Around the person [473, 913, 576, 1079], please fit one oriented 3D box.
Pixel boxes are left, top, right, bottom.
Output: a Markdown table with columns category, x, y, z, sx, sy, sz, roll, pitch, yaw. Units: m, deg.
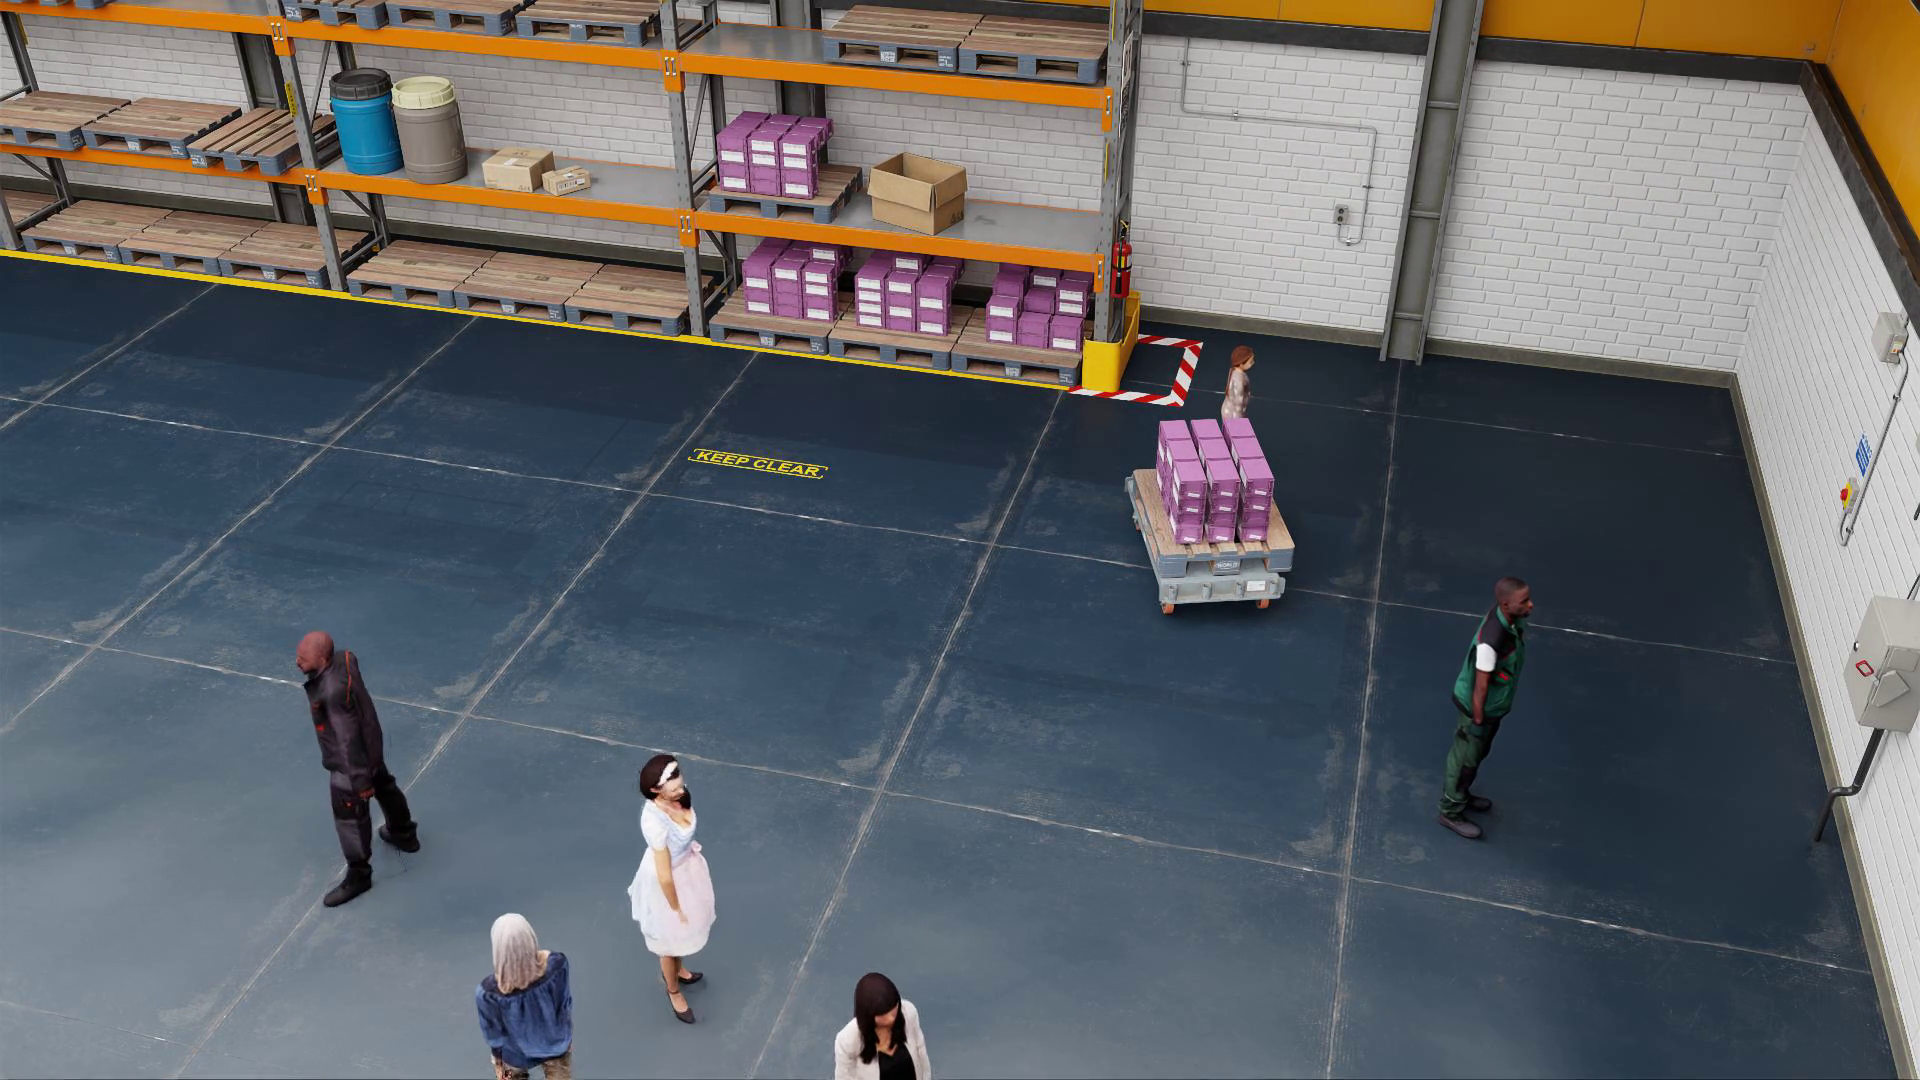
| category | x | y | z | sx | sy | sz | roll | pitch | yaw |
| --- | --- | --- | --- | --- | --- | --- | --- | --- | --- |
| person | -2.016 | 2.504 | 8.026 | 0.754 | 1.688 | 0.814 | -18 | 38 | -25 |

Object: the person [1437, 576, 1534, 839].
| category | x | y | z | sx | sy | sz | roll | pitch | yaw |
| --- | --- | --- | --- | --- | --- | --- | --- | --- | --- |
| person | 3.199 | 0.986 | 10.175 | 0.705 | 1.839 | 0.744 | 17 | 37 | 24 |

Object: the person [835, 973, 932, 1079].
| category | x | y | z | sx | sy | sz | roll | pitch | yaw |
| --- | --- | --- | --- | --- | --- | --- | --- | --- | --- |
| person | -0.400 | 2.603 | 7.940 | 0.995 | 1.619 | 1.098 | -22 | 39 | -29 |

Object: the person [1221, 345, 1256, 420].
| category | x | y | z | sx | sy | sz | roll | pitch | yaw |
| --- | --- | --- | --- | --- | --- | --- | --- | --- | --- |
| person | 2.289 | -1.091 | 13.881 | 0.512 | 1.195 | 0.507 | 2 | 34 | 3 |

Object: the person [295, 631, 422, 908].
| category | x | y | z | sx | sy | sz | roll | pitch | yaw |
| --- | --- | --- | --- | --- | --- | --- | --- | --- | --- |
| person | -3.524 | 1.238 | 9.825 | 1.051 | 1.805 | 1.019 | -6 | 34 | -9 |

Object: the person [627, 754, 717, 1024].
| category | x | y | z | sx | sy | sz | roll | pitch | yaw |
| --- | --- | --- | --- | --- | --- | --- | --- | --- | --- |
| person | -1.550 | 1.849 | 8.911 | 0.742 | 1.799 | 0.737 | 3 | 34 | 5 |
